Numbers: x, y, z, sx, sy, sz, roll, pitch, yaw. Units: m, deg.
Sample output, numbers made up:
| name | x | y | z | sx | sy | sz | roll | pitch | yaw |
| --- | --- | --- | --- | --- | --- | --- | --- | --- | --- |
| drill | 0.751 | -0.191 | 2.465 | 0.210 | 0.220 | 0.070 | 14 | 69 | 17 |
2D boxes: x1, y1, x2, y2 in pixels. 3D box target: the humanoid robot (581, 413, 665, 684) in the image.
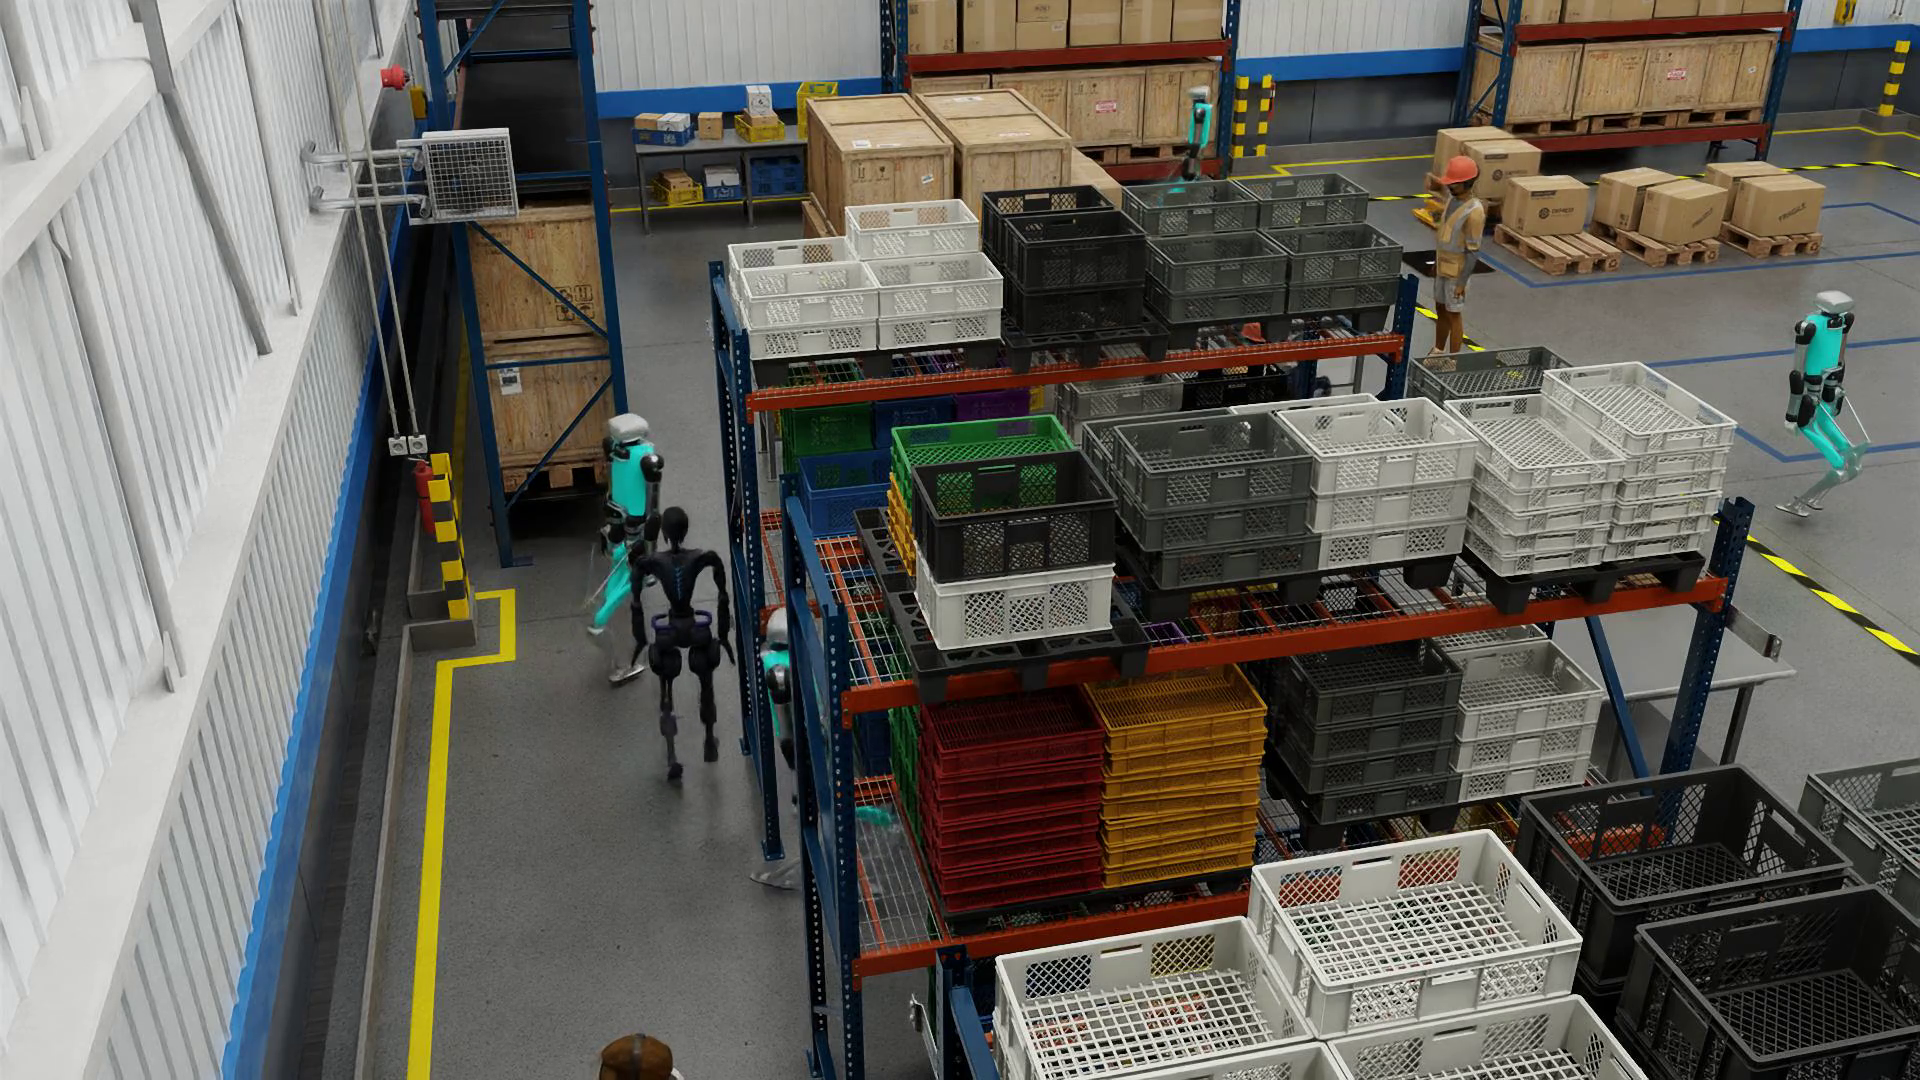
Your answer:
| name | x | y | z | sx | sy | sz | roll | pitch | yaw |
| --- | --- | --- | --- | --- | --- | --- | --- | --- | --- |
| humanoid robot | -2.159 | 0.178 | 10.229 | 0.769 | 1.862 | 0.546 | -24 | 36 | -38 |

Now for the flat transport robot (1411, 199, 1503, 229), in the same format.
| name | x | y | z | sx | sy | sz | roll | pitch | yaw |
| --- | --- | --- | --- | --- | --- | --- | --- | --- | --- |
| flat transport robot | 6.039 | -3.823 | 19.271 | 1.431 | 0.197 | 0.652 | -6 | 28 | -12 |

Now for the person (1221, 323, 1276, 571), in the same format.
| name | x | y | z | sx | sy | sz | roll | pitch | yaw |
| --- | --- | --- | --- | --- | --- | --- | --- | --- | --- |
| person | 2.022 | -0.671 | 11.528 | 0.358 | 1.939 | 0.542 | -23 | 35 | -36 |

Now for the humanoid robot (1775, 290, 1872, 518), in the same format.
| name | x | y | z | sx | sy | sz | roll | pitch | yaw |
| --- | --- | --- | --- | --- | --- | --- | --- | --- | --- |
| humanoid robot | 6.371 | -0.935 | 12.102 | 0.533 | 1.677 | 0.735 | -14 | 31 | -25 |

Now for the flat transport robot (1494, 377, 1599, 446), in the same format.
| name | x | y | z | sx | sy | sz | roll | pitch | yaw |
| --- | --- | --- | --- | --- | --- | --- | --- | --- | --- |
| flat transport robot | 4.780 | -1.036 | 14.013 | 0.659 | 0.231 | 1.431 | -6 | 28 | -12 |

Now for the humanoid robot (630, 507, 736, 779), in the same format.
| name | x | y | z | sx | sy | sz | roll | pitch | yaw |
| --- | --- | --- | --- | --- | --- | --- | --- | --- | --- |
| humanoid robot | -1.579 | 0.602 | 9.430 | 0.595 | 1.649 | 0.522 | -5 | 28 | -9 |

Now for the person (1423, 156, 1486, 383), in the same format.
| name | x | y | z | sx | sy | sz | roll | pitch | yaw |
| --- | --- | --- | --- | --- | --- | --- | --- | --- | --- |
| person | 4.323 | -2.385 | 14.681 | 0.387 | 2.034 | 0.605 | -4 | 28 | -8 |

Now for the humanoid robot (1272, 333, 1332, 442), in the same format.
| name | x | y | z | sx | sy | sz | roll | pitch | yaw |
| --- | --- | --- | --- | --- | --- | --- | --- | --- | --- |
| humanoid robot | 2.334 | -0.664 | 11.860 | 0.609 | 1.637 | 0.733 | 20 | 34 | 33 |

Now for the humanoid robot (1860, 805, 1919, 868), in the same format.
| name | x | y | z | sx | sy | sz | roll | pitch | yaw |
| --- | --- | --- | --- | --- | --- | --- | --- | --- | --- |
| humanoid robot | 3.873 | 1.786 | 7.184 | 0.621 | 1.634 | 0.585 | -2 | 28 | -4 |

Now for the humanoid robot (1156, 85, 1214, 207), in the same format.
| name | x | y | z | sx | sy | sz | roll | pitch | yaw |
| --- | --- | --- | --- | --- | --- | --- | --- | --- | --- |
| humanoid robot | 2.304 | -4.050 | 18.234 | 0.823 | 1.845 | 0.549 | 8 | 29 | 14 |

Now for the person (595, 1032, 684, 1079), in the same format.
| name | x | y | z | sx | sy | sz | roll | pitch | yaw |
| --- | --- | --- | --- | --- | --- | --- | --- | --- | --- |
| person | -1.054 | 2.416 | 5.771 | 0.346 | 1.846 | 0.506 | -2 | 28 | -4 |

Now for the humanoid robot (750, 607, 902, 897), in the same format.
| name | x | y | z | sx | sy | sz | roll | pitch | yaw |
| --- | --- | --- | --- | --- | --- | --- | --- | --- | --- |
| humanoid robot | -0.635 | 1.141 | 8.312 | 0.943 | 1.760 | 0.544 | 0 | 28 | 1 |

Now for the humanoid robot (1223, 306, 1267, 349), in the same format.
| name | x | y | z | sx | sy | sz | roll | pitch | yaw |
| --- | --- | --- | --- | --- | --- | --- | --- | --- | --- |
| humanoid robot | 1.920 | -1.128 | 12.638 | 0.555 | 1.792 | 0.827 | -23 | 36 | -37 |
